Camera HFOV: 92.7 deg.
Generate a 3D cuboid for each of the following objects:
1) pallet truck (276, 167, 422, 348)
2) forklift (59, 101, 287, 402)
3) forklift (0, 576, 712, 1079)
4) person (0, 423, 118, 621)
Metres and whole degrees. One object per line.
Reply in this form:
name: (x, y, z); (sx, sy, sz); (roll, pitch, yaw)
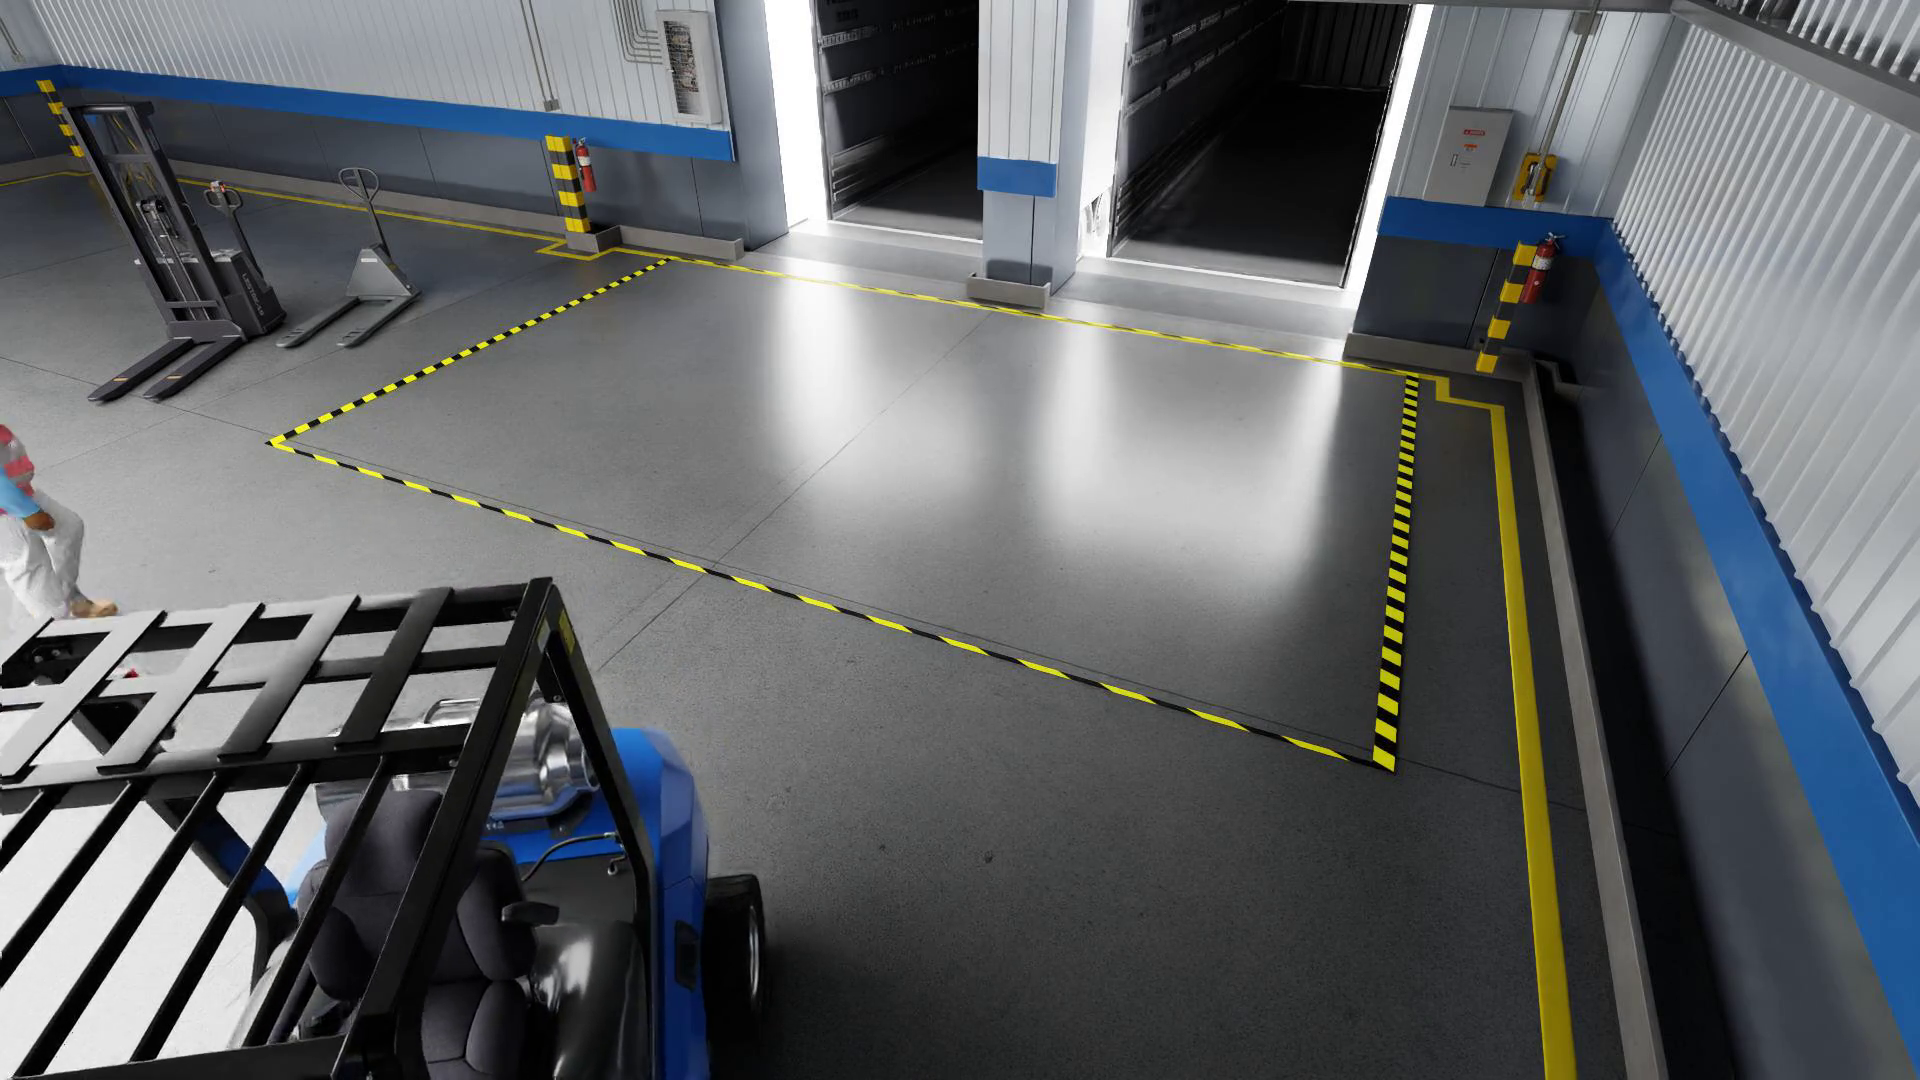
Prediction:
pallet truck: (-5.732, -2.611, 8.414); (0.680, 1.201, 1.601); (-1, 35, -1)
forklift: (-6.686, -2.387, 7.434); (0.823, 1.965, 1.885); (-3, 35, -5)
forklift: (-1.264, 1.244, 1.931); (1.157, 2.036, 2.680); (-5, 35, -7)
person: (-4.721, -0.221, 4.481); (0.638, 1.827, 0.461); (26, 42, 32)
